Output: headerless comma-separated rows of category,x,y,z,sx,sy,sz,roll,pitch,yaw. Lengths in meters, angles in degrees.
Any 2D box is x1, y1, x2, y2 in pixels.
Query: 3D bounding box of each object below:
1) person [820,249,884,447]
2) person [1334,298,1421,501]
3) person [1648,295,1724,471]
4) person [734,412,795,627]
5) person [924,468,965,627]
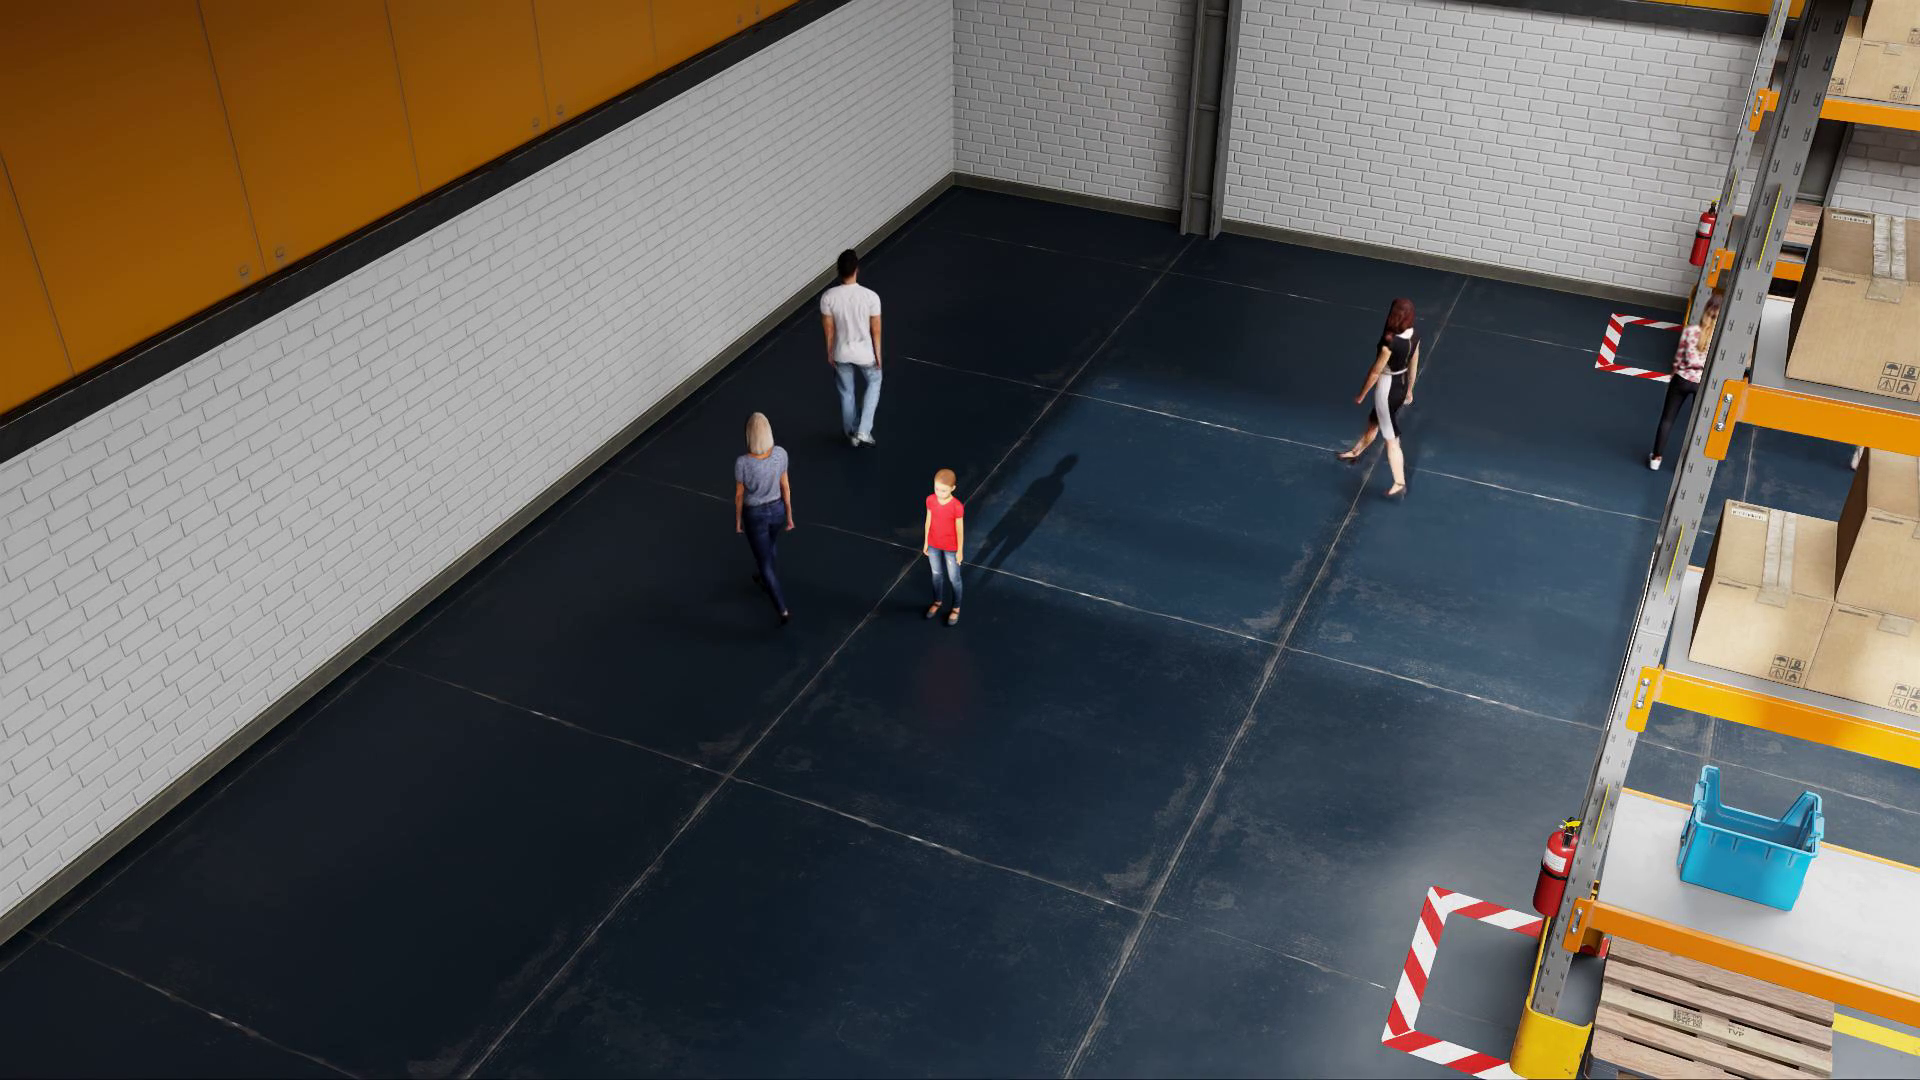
person,-0.922,-1.596,14.385,0.801,1.857,0.867,3,34,5
person,3.625,-1.115,13.743,0.875,1.767,1.130,-27,42,-35
person,6.252,-1.318,14.177,0.438,1.625,0.610,15,37,22
person,-1.423,-0.134,12.336,1.010,1.691,1.159,-16,37,-23
person,-0.109,0.023,12.446,0.424,1.307,0.535,16,37,23
